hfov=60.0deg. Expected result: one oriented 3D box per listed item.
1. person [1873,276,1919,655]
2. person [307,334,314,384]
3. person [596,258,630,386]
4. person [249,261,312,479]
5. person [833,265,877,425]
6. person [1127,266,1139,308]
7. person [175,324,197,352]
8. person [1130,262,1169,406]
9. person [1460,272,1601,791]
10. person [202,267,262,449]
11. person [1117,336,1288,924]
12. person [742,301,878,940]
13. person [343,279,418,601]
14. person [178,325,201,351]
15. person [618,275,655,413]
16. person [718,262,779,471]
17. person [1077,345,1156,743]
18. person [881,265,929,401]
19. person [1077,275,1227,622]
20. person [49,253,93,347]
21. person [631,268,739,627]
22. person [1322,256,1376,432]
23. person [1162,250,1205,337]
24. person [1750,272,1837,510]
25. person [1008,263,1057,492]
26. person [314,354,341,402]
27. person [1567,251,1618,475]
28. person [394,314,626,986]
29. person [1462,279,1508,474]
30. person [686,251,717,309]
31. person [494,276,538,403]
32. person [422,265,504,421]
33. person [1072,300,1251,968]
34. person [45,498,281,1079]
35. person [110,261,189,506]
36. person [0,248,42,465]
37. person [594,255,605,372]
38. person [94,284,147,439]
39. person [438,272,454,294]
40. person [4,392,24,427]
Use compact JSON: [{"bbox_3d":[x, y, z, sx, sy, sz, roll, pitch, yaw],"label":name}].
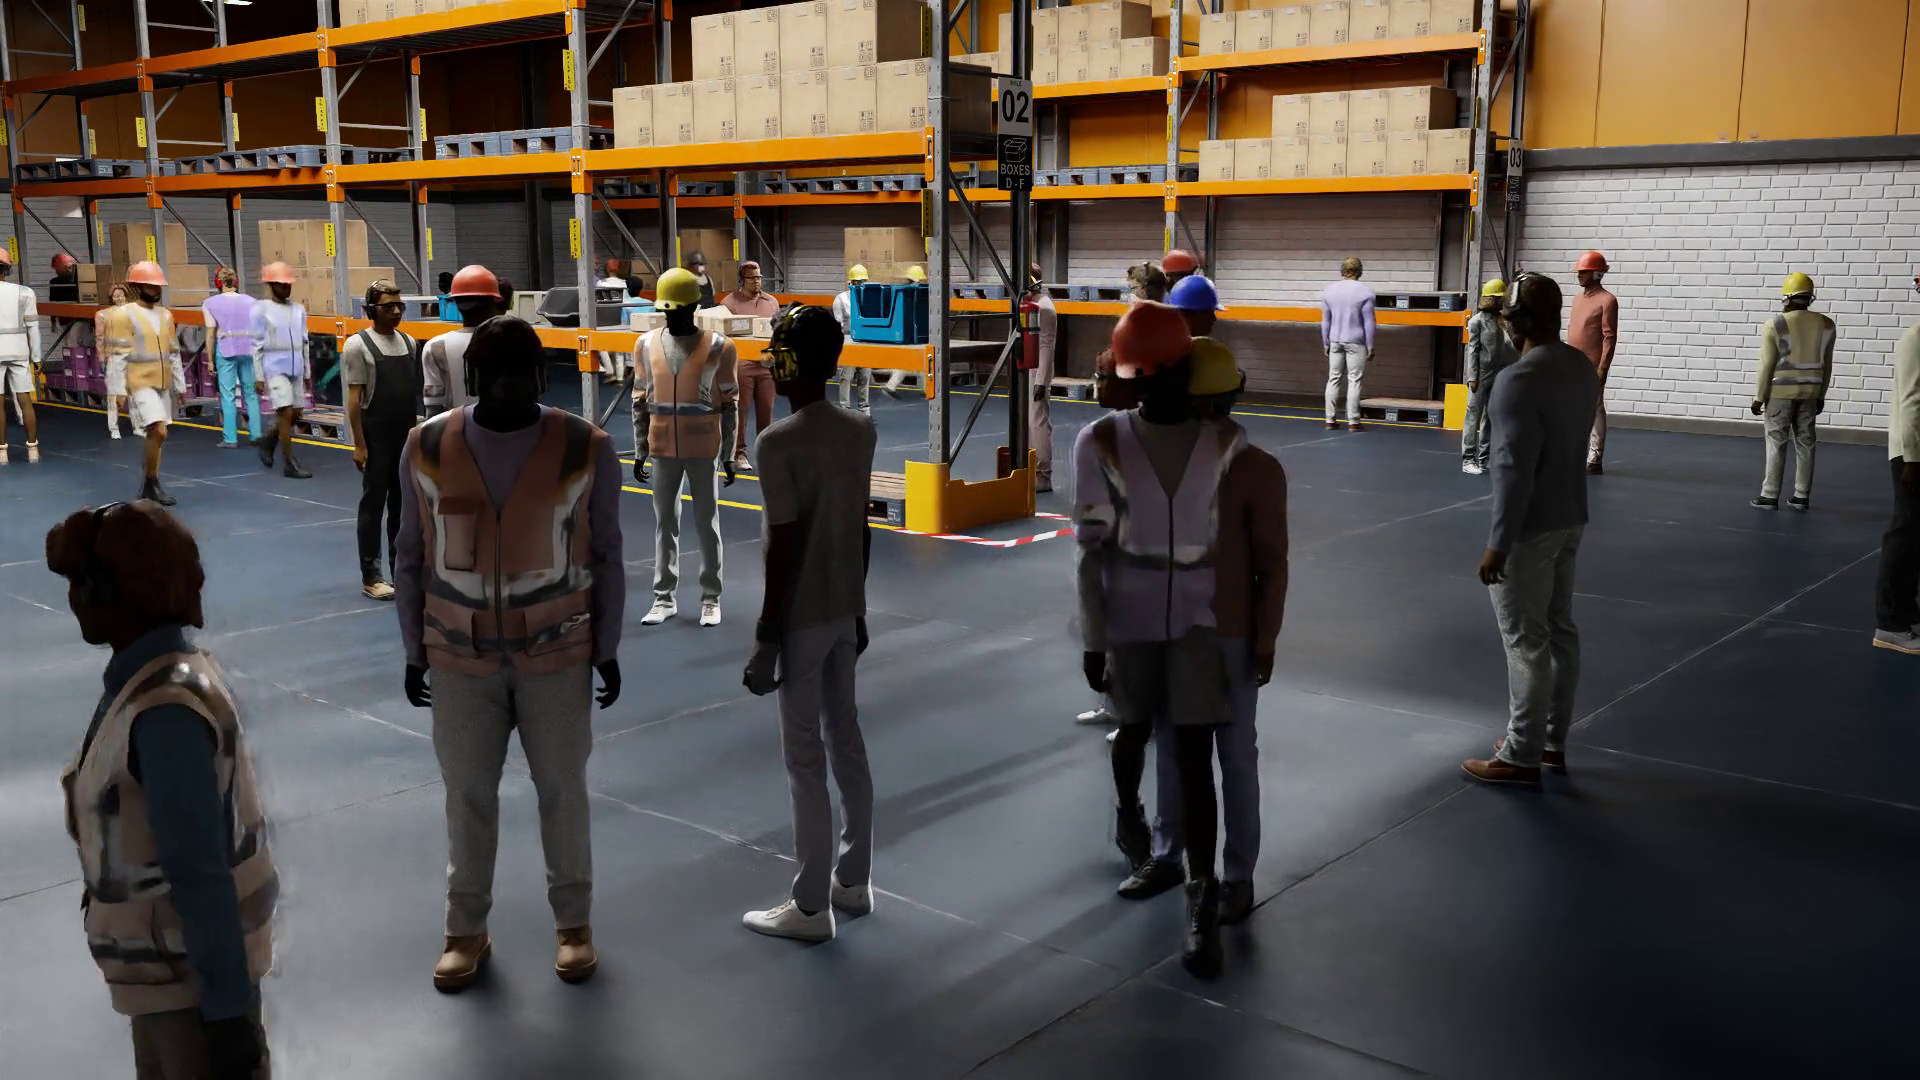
[{"bbox_3d":[4.868,-0.432,8.369,0.381,1.994,0.621,9,13,42],"label":"person"},{"bbox_3d":[-9.095,-2.928,22.800,0.391,1.919,0.593,2,10,10],"label":"person"},{"bbox_3d":[-5.119,-3.187,24.413,0.615,1.867,0.491,-9,14,-43],"label":"person"},{"bbox_3d":[-6.052,-1.508,14.755,0.760,1.918,0.548,6,12,31],"label":"person"},{"bbox_3d":[-1.159,-2.213,18.968,0.589,1.835,0.404,-7,12,-34],"label":"person"},{"bbox_3d":[2.118,-2.161,18.706,0.819,1.835,0.512,-3,11,-19],"label":"person"},{"bbox_3d":[-12.420,-3.516,26.464,0.510,1.808,0.688,0,10,-1],"label":"person"},{"bbox_3d":[1.247,-0.829,10.807,0.372,1.934,0.627,2,10,12],"label":"person"},{"bbox_3d":[2.144,-0.026,6.240,0.375,1.933,0.627,10,14,43],"label":"person"},{"bbox_3d":[-7.337,-1.836,16.827,0.386,1.837,0.566,8,13,39],"label":"person"},{"bbox_3d":[0.724,0.272,5.019,0.530,1.765,0.326,9,13,40],"label":"person"},{"bbox_3d":[-0.443,0.241,4.892,0.328,1.872,0.510,6,12,30],"label":"person"},{"bbox_3d":[-3.319,-0.583,9.657,0.326,1.843,0.517,5,11,26],"label":"person"},{"bbox_3d":[-12.475,-3.479,26.749,0.507,1.631,0.266,-3,10,-16],"label":"person"},{"bbox_3d":[-3.967,-2.402,20.435,0.317,1.695,0.540,9,14,43],"label":"person"},{"bbox_3d":[-1.897,-1.588,15.236,0.642,1.900,0.403,-8,13,-38],"label":"person"},{"bbox_3d":[0.673,0.015,6.856,0.282,1.631,0.503,-3,10,-16],"label":"person"},{"bbox_3d":[-0.647,-2.734,22.039,0.887,1.800,0.599,-3,10,-17],"label":"person"},{"bbox_3d":[1.102,-0.417,8.613,1.041,1.895,0.603,0,10,0],"label":"person"},{"bbox_3d":[-13.125,-3.268,24.650,0.636,1.960,0.887,3,10,15],"label":"person"},{"bbox_3d":[-1.474,-0.486,8.901,0.585,1.917,0.382,1,10,8],"label":"person"},{"bbox_3d":[4.288,-2.157,18.376,0.631,1.931,0.358,8,13,38],"label":"person"},{"bbox_3d":[1.665,-1.301,13.312,0.989,1.997,0.623,-2,10,-9],"label":"person"},{"bbox_3d":[6.423,-1.142,12.874,0.588,1.834,0.403,-1,10,-5],"label":"person"},{"bbox_3d":[0.577,-1.346,13.832,0.402,1.904,0.652,-2,10,-12],"label":"person"},{"bbox_3d":[-8.050,-2.653,21.751,0.786,1.745,0.530,0,10,2],"label":"person"},{"bbox_3d":[5.619,-1.581,14.914,0.382,1.995,0.612,-3,10,-15],"label":"person"},{"bbox_3d":[-1.233,0.309,4.581,0.619,1.847,0.430,-1,10,-8],"label":"person"},{"bbox_3d":[4.765,-1.464,14.963,0.484,1.744,0.295,-6,12,-31],"label":"person"},{"bbox_3d":[-3.994,-3.464,25.501,0.995,2.000,0.691,8,13,37],"label":"person"},{"bbox_3d":[-2.917,-0.765,10.692,0.375,1.856,0.527,7,12,35],"label":"person"},{"bbox_3d":[-2.478,-0.447,8.631,0.545,1.933,0.376,-1,10,-7],"label":"person"},{"bbox_3d":[0.607,0.227,4.991,0.565,1.887,0.991,0,10,-2],"label":"person"},{"bbox_3d":[-1.276,0.745,2.758,0.322,1.612,0.655,-6,12,-32],"label":"person"},{"bbox_3d":[-6.259,-1.202,12.961,0.529,1.919,0.580,3,10,17],"label":"person"},{"bbox_3d":[-8.956,-1.723,15.582,0.616,2.041,0.379,-8,13,-39],"label":"person"},{"bbox_3d":[-5.984,-3.712,27.295,0.406,1.911,0.639,-5,11,-26],"label":"person"},{"bbox_3d":[-8.922,-1.896,17.719,0.307,1.640,0.520,8,13,40],"label":"person"},{"bbox_3d":[-6.969,-2.803,22.723,0.319,1.696,0.532,-2,10,-12],"label":"person"},{"bbox_3d":[-10.758,-2.051,18.698,0.545,1.599,0.809,-7,12,-37],"label":"person"}]
